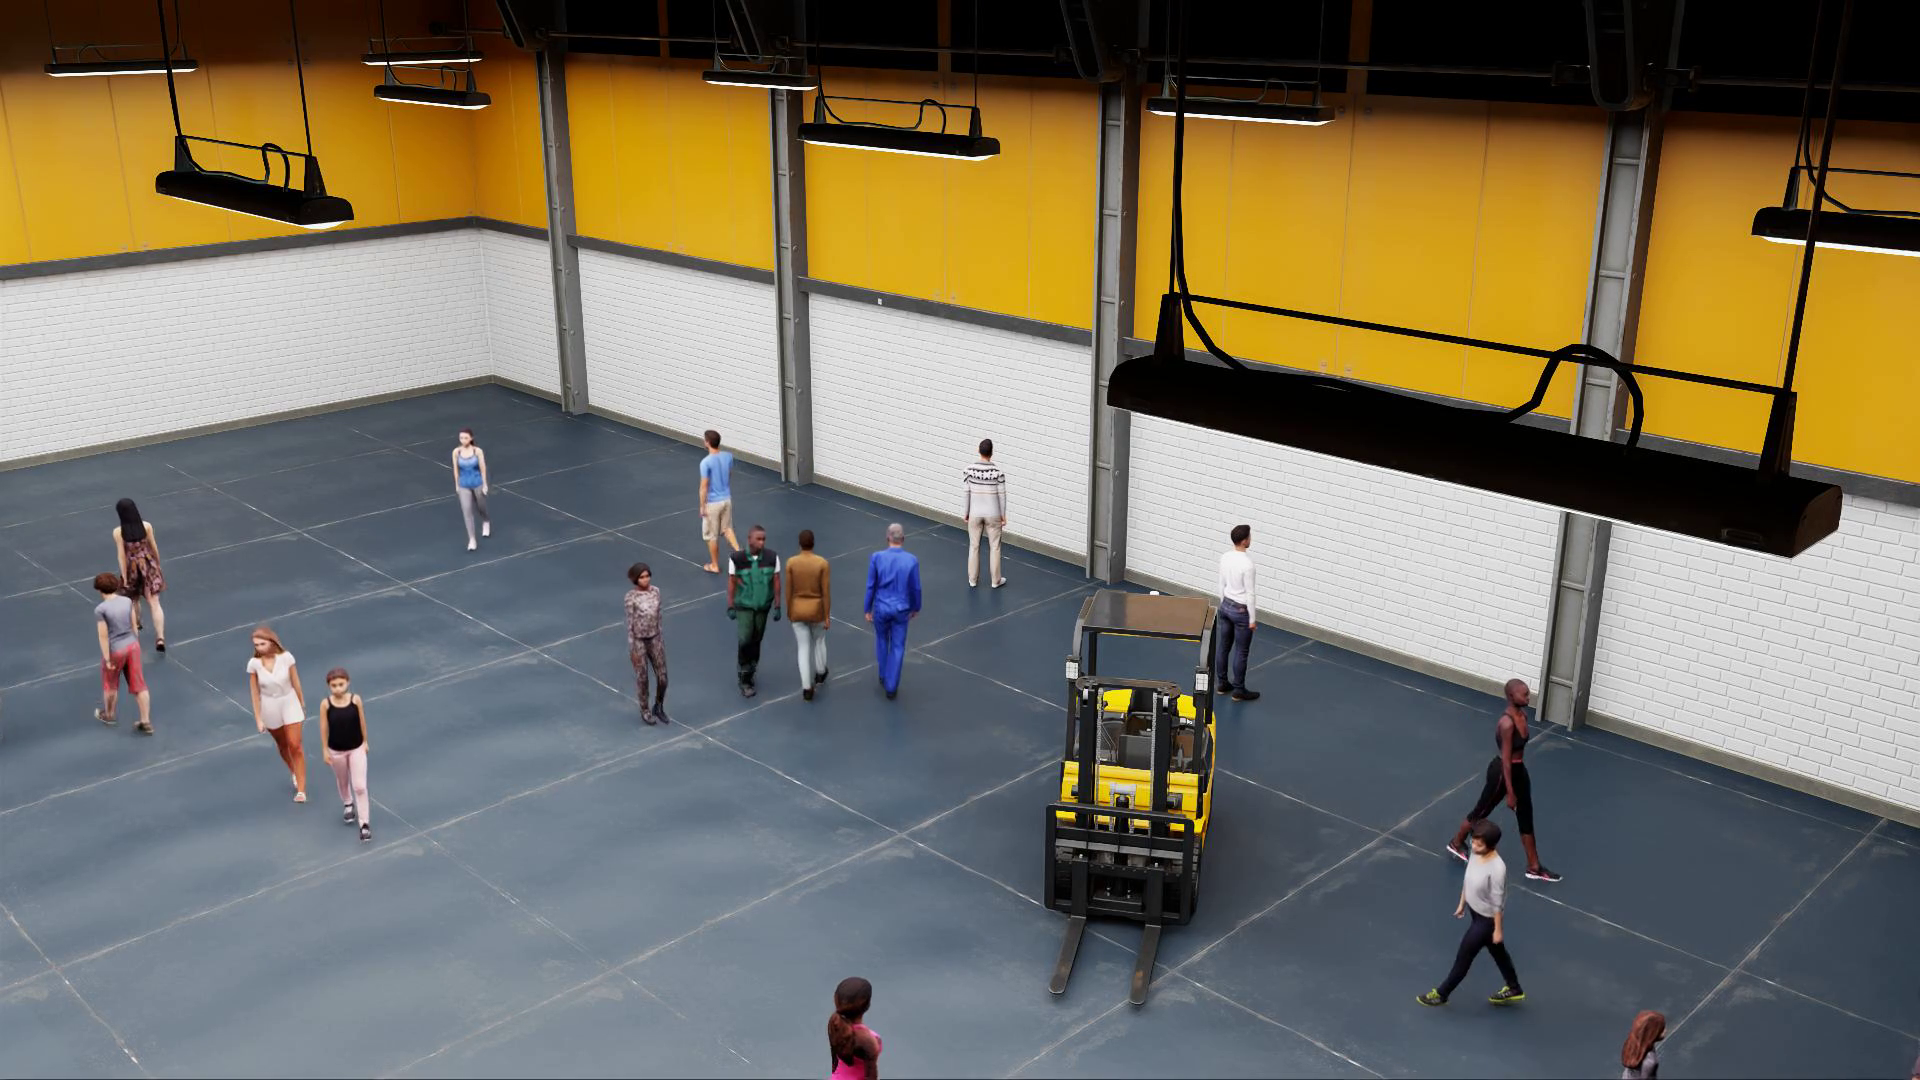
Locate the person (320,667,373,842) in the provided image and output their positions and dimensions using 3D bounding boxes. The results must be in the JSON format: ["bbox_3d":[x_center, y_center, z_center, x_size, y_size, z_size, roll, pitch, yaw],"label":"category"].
[{"bbox_3d":[-5.341,1.811,14.461,0.805,1.522,1.088,-7,20,-20],"label":"person"}]

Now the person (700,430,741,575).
[{"bbox_3d":[-2.957,-0.454,20.666,0.862,1.855,0.657,17,25,41],"label":"person"}]

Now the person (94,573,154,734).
[{"bbox_3d":[-8.167,1.136,16.311,0.998,1.622,0.653,15,24,37],"label":"person"}]

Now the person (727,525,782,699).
[{"bbox_3d":[-2.168,0.692,17.352,0.950,1.798,1.121,-6,20,-17],"label":"person"}]

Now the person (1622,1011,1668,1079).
[{"bbox_3d":[4.224,3.409,10.370,0.571,1.105,0.533,3,19,10],"label":"person"}]

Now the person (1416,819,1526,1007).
[{"bbox_3d":[3.820,2.688,11.883,1.039,1.506,1.028,-2,19,-4],"label":"person"}]

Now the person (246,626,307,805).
[{"bbox_3d":[-6.160,1.536,15.080,0.902,1.648,1.155,-7,20,-21],"label":"person"}]

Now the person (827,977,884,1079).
[{"bbox_3d":[-0.677,3.337,9.634,0.560,1.712,0.663,13,23,34],"label":"person"}]

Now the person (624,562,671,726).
[{"bbox_3d":[-3.165,1.023,16.520,0.641,1.702,0.702,-11,22,-30],"label":"person"}]

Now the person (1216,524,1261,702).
[{"bbox_3d":[2.842,0.732,17.124,0.723,1.869,0.585,-12,22,-31],"label":"person"}]

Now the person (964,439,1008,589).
[{"bbox_3d":[0.305,-0.326,20.277,0.716,1.861,0.830,4,19,11],"label":"person"}]

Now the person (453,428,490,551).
[{"bbox_3d":[-6.389,-0.709,21.847,0.975,1.585,1.088,-2,19,-6],"label":"person"}]

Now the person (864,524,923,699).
[{"bbox_3d":[-0.701,0.769,17.130,0.967,1.795,1.026,0,19,1],"label":"person"}]

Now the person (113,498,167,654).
[{"bbox_3d":[-8.953,0.439,18.249,0.650,1.706,1.196,-16,24,-39],"label":"person"}]

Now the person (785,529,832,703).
[{"bbox_3d":[-1.571,0.794,17.055,0.960,1.796,1.028,0,19,-1],"label":"person"}]

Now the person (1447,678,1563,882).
[{"bbox_3d":[4.415,1.958,13.736,1.206,1.708,0.683,15,24,37],"label":"person"}]
